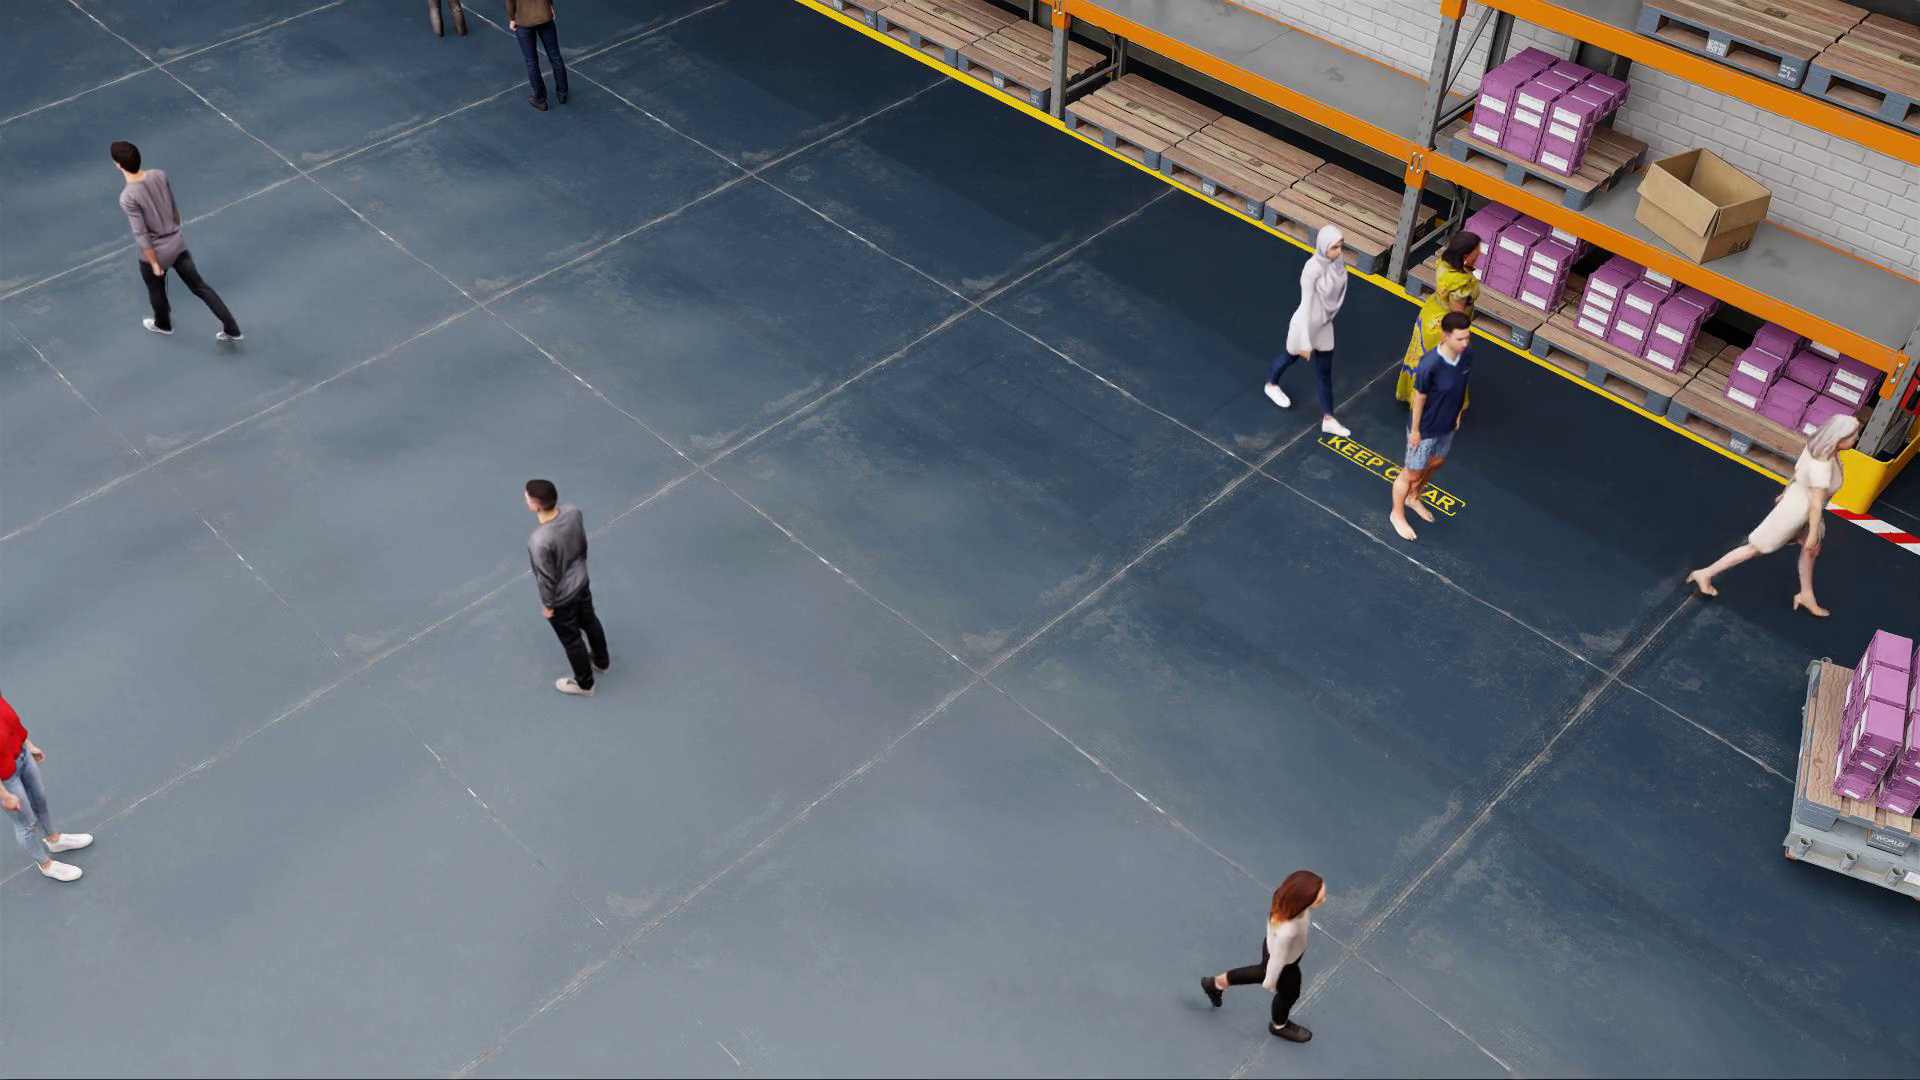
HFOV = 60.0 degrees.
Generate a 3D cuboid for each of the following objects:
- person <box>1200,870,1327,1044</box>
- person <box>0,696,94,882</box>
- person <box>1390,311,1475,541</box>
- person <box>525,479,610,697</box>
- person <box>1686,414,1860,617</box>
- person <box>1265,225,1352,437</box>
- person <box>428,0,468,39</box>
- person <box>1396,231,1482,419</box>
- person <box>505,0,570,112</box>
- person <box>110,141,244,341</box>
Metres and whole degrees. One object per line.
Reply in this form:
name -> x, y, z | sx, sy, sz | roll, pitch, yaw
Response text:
person -> 1.630, 2.165, 8.780 | 0.959, 1.468, 0.809 | 11, 45, 11
person -> -5.434, 1.311, 9.504 | 0.741, 1.706, 0.660 | -3, 44, -3
person -> 3.304, -0.842, 11.658 | 0.671, 1.853, 0.662 | -25, 49, -24
person -> -2.496, 0.295, 10.531 | 0.654, 1.761, 0.687 | 17, 46, 17
person -> 5.437, -0.149, 11.052 | 1.256, 1.685, 0.942 | 14, 45, 15
person -> 2.592, -1.645, 12.588 | 0.761, 1.732, 1.147 | -26, 49, -25
person -> -5.473, -5.941, 17.356 | 0.741, 1.715, 0.756 | -3, 44, -3
person -> 3.670, -1.620, 12.613 | 1.059, 1.661, 0.988 | -2, 44, -2
person -> -4.129, -5.073, 16.073 | 0.696, 1.888, 0.637 | -24, 49, -23
person -> -6.250, -2.305, 13.228 | 1.281, 1.806, 0.993 | 16, 46, 16
